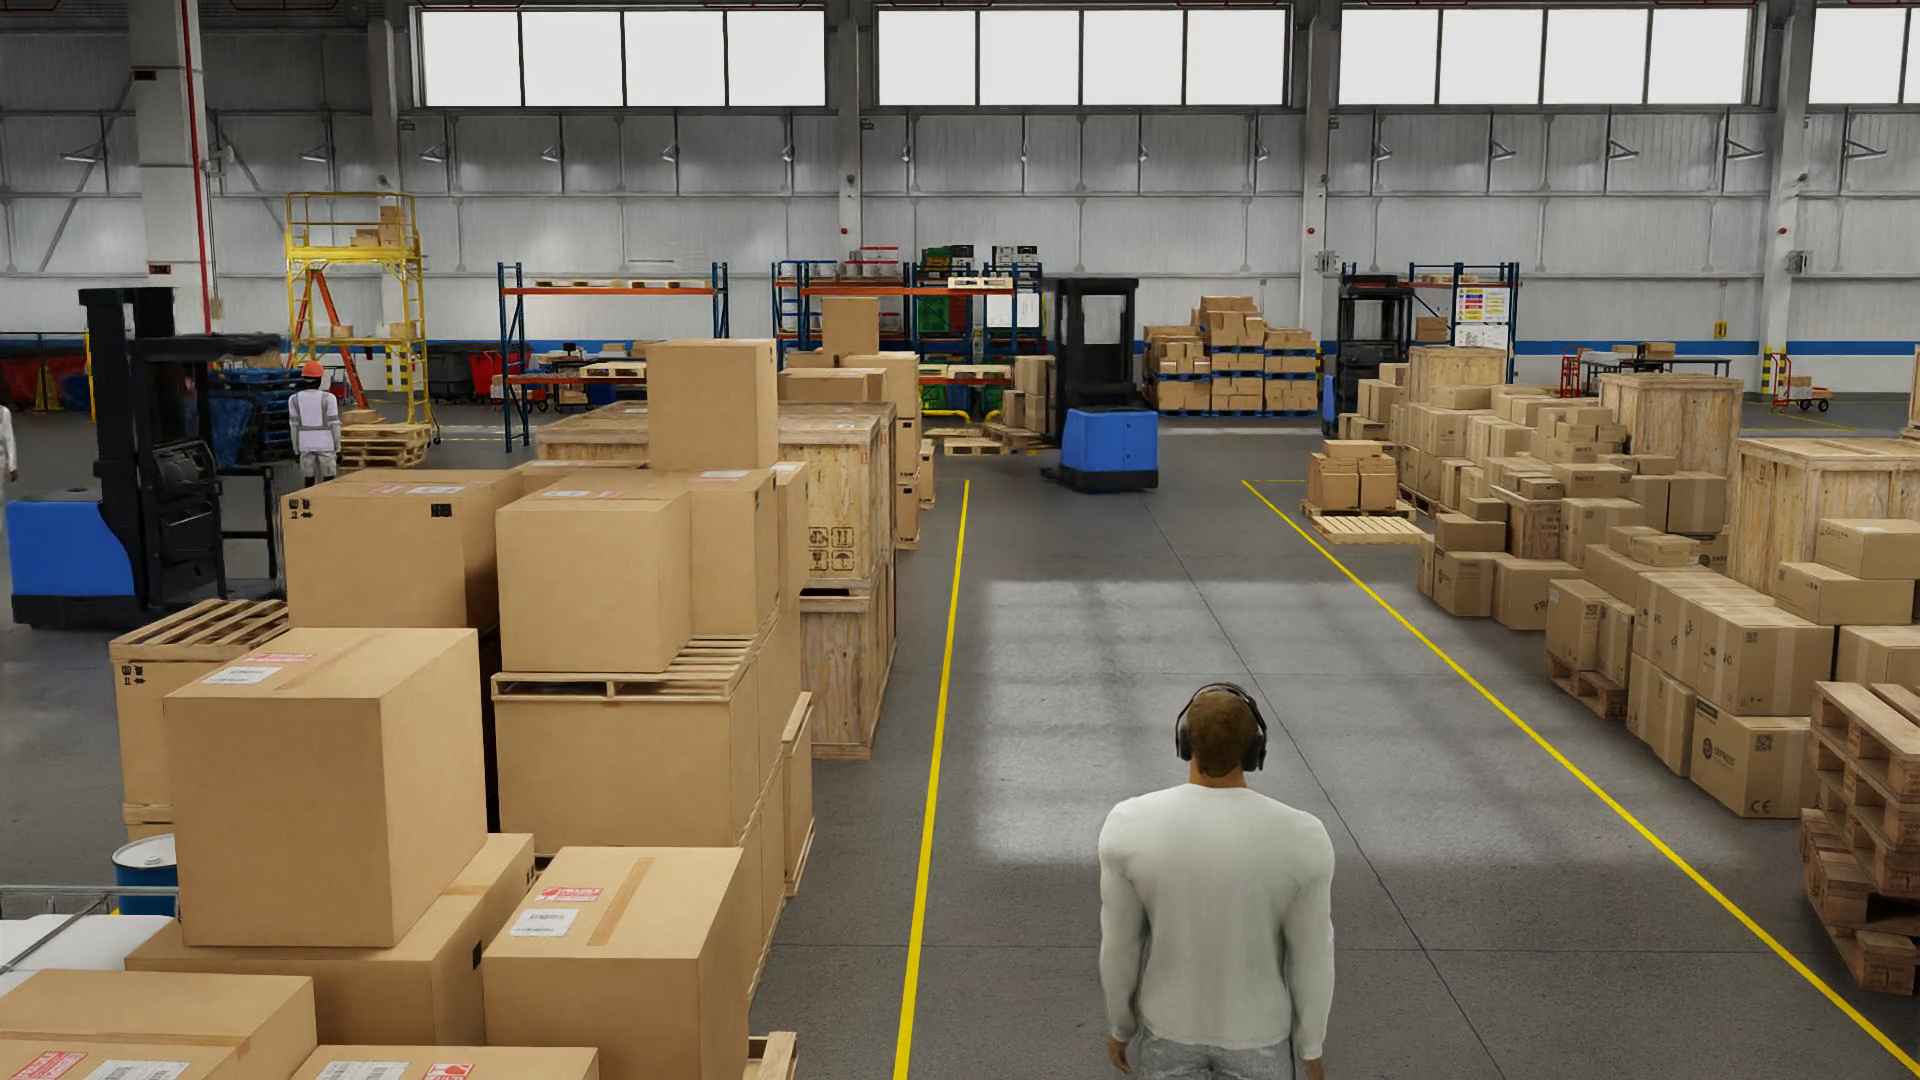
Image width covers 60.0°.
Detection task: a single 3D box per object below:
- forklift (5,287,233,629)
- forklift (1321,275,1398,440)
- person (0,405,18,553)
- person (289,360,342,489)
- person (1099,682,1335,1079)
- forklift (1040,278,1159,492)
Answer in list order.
[{"bbox_3d":[-6.876,-0.718,13.936,1.873,2.768,1.129,0,9,1],"label":"forklift"},{"bbox_3d":[6.860,-3.099,28.200,1.129,2.768,1.873,0,9,1],"label":"forklift"},{"bbox_3d":[-10.072,-0.755,17.179,0.612,1.864,0.604,-6,11,-30],"label":"person"},{"bbox_3d":[-7.232,-1.046,18.714,0.543,1.939,0.360,-1,10,-4],"label":"person"},{"bbox_3d":[0.686,1.329,4.494,0.629,1.940,0.373,3,10,15],"label":"person"},{"bbox_3d":[1.903,-2.134,22.419,1.129,2.768,1.873,-2,10,-14],"label":"forklift"}]
